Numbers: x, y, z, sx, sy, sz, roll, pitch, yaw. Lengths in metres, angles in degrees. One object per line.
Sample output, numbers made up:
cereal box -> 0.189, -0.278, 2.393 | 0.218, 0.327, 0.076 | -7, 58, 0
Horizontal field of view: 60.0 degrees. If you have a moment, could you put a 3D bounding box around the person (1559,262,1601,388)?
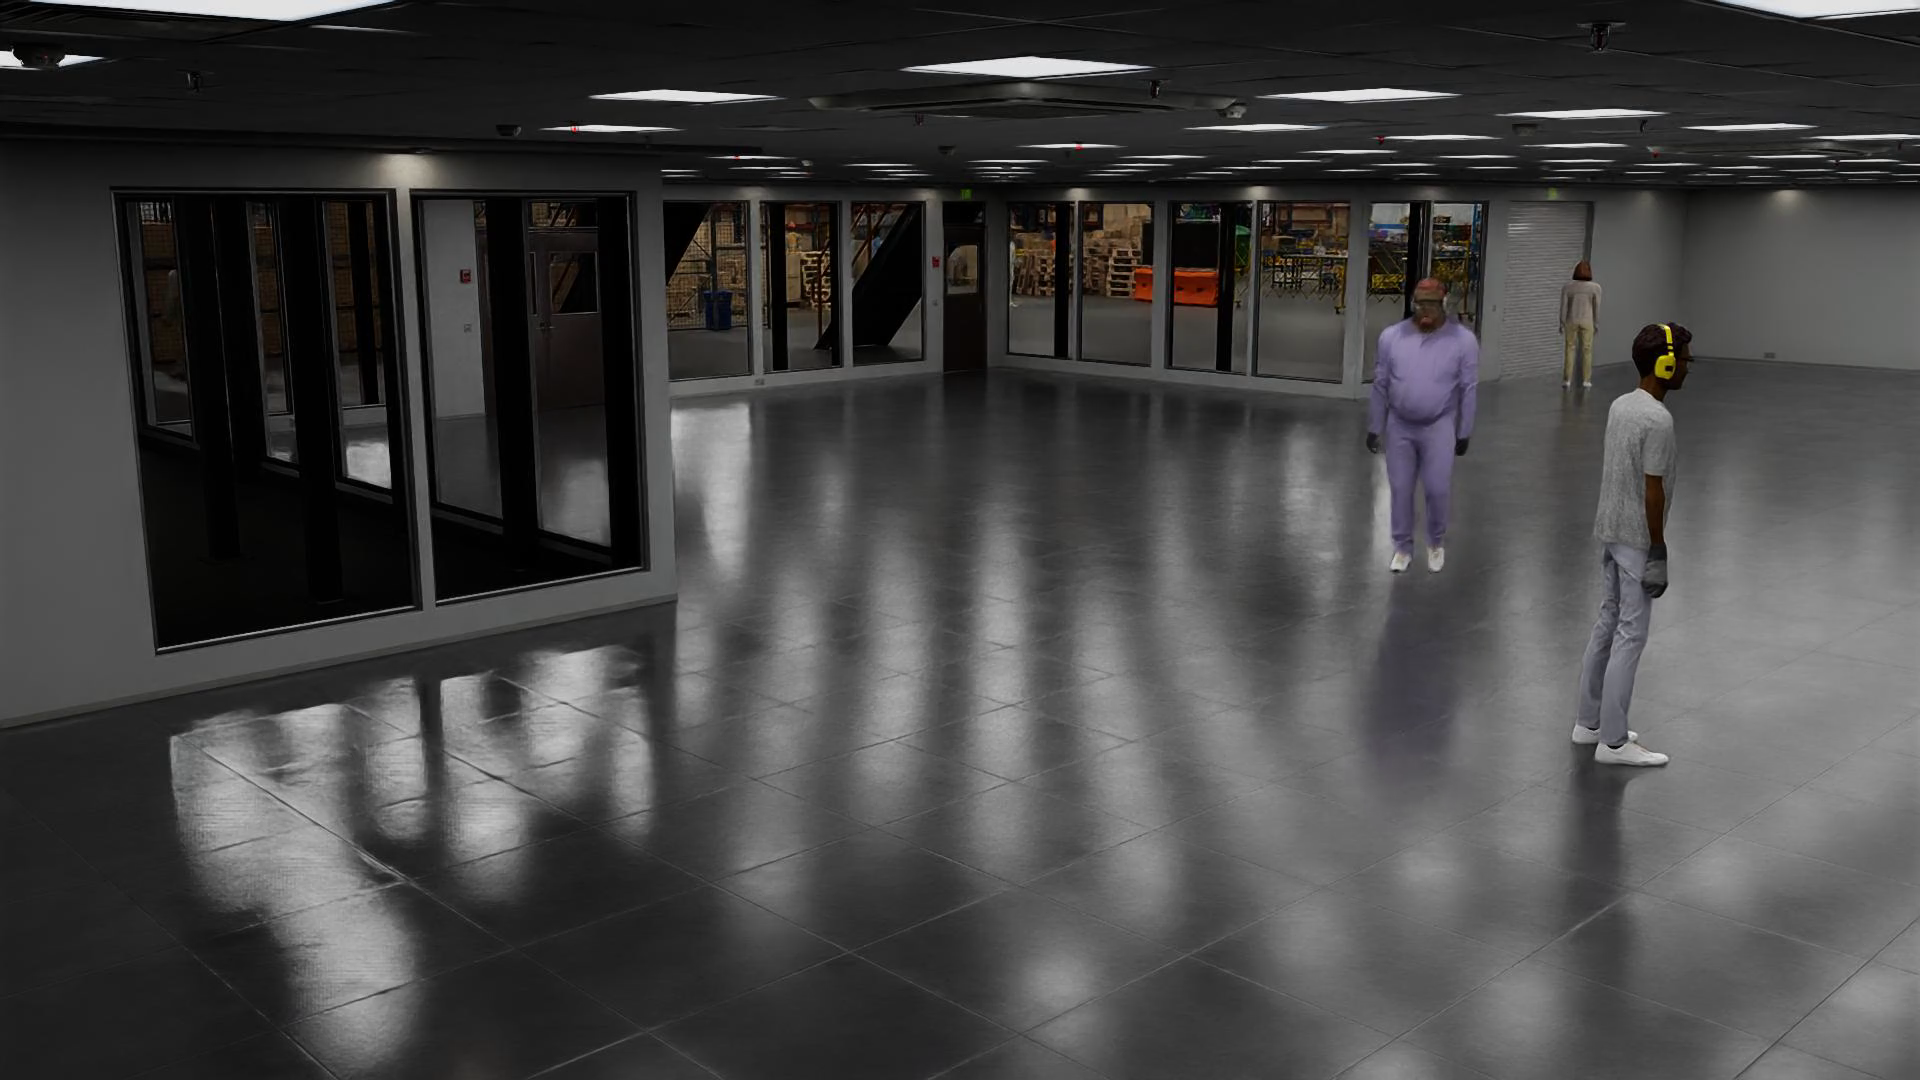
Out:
person -> 8.076, -2.803, 21.689 | 0.499, 1.634, 0.285 | 4, 12, 20

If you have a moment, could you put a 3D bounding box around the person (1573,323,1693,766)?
person -> 2.846, 0.020, 7.009 | 0.321, 1.861, 0.506 | 0, 11, 0

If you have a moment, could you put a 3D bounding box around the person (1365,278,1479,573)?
person -> 2.932, -0.716, 10.613 | 0.652, 1.891, 0.459 | 5, 12, 24
